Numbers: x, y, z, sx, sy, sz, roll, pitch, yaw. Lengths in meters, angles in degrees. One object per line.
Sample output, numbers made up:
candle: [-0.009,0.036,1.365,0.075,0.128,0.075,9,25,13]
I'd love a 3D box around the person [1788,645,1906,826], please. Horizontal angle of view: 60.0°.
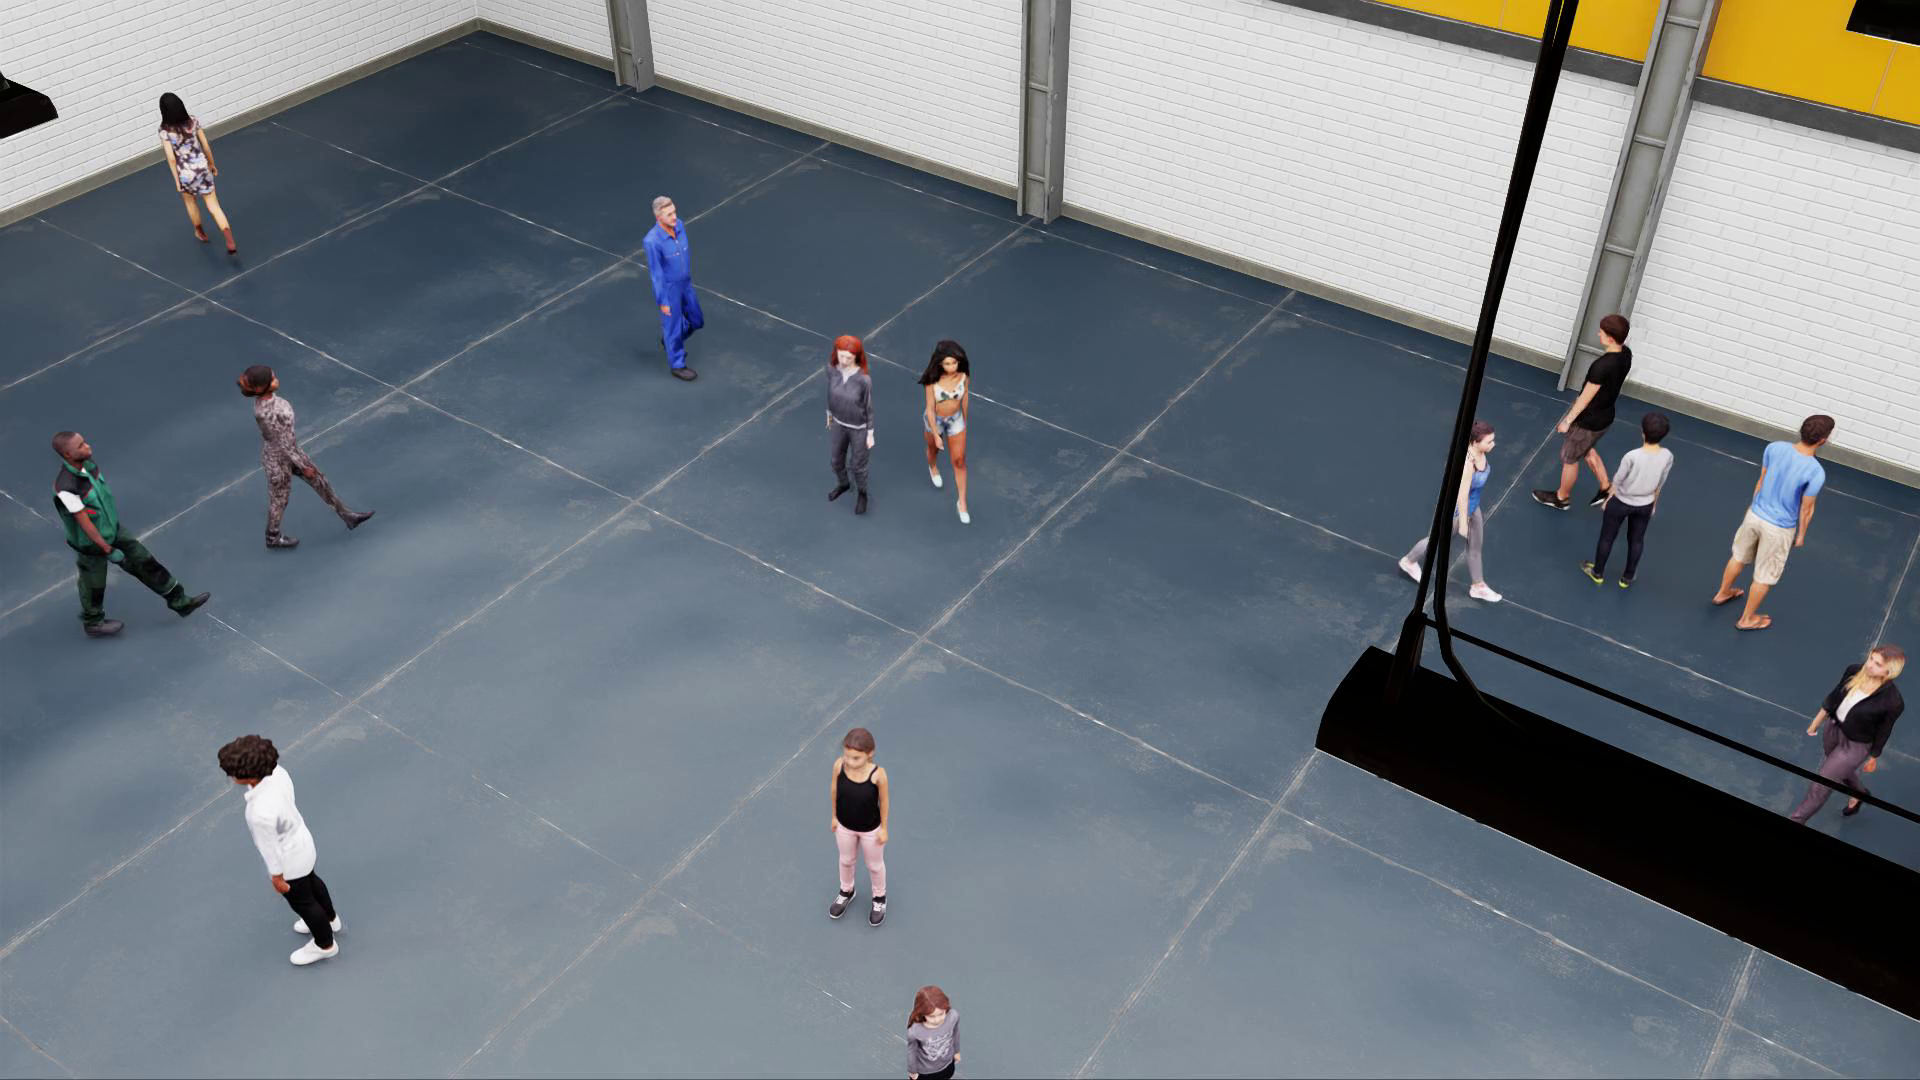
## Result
person: [5.779,1.306,10.719,1.060,1.630,1.053,-10,40,-12]

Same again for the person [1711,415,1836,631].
person: [6.031,-0.136,12.344,0.830,1.857,0.718,-18,42,-21]

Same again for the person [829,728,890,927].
person: [-0.616,1.740,10.228,0.547,1.565,0.662,10,40,12]

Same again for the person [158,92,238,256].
person: [-7.748,-3.678,16.905,0.772,1.699,1.159,-29,47,-32]

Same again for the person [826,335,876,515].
person: [-0.867,-0.939,13.436,0.568,1.748,0.751,26,45,29]

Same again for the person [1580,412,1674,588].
person: [5.180,-0.281,12.775,0.680,1.545,0.752,-2,39,-3]

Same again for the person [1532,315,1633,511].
person: [5.158,-0.955,13.380,0.912,1.843,0.736,31,48,33]

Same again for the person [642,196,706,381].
person: [-2.669,-2.294,15.081,0.741,1.813,0.744,21,43,24]

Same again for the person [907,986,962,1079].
person: [-0.146,2.842,9.216,0.537,1.106,0.554,-18,42,-21]

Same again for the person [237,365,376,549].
person: [-5.406,-0.599,13.073,1.111,1.670,1.063,-7,39,-8]

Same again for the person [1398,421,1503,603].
person: [3.757,-0.242,12.705,1.043,1.571,0.569,24,44,27]

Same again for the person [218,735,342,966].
person: [-4.013,1.838,9.912,0.762,1.807,0.699,-7,39,-8]

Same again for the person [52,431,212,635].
person: [-6.422,0.010,12.221,1.271,1.783,1.140,-2,39,-3]

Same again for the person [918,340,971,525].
person: [-0.159,-0.966,13.606,0.950,1.577,1.061,-11,40,-13]
